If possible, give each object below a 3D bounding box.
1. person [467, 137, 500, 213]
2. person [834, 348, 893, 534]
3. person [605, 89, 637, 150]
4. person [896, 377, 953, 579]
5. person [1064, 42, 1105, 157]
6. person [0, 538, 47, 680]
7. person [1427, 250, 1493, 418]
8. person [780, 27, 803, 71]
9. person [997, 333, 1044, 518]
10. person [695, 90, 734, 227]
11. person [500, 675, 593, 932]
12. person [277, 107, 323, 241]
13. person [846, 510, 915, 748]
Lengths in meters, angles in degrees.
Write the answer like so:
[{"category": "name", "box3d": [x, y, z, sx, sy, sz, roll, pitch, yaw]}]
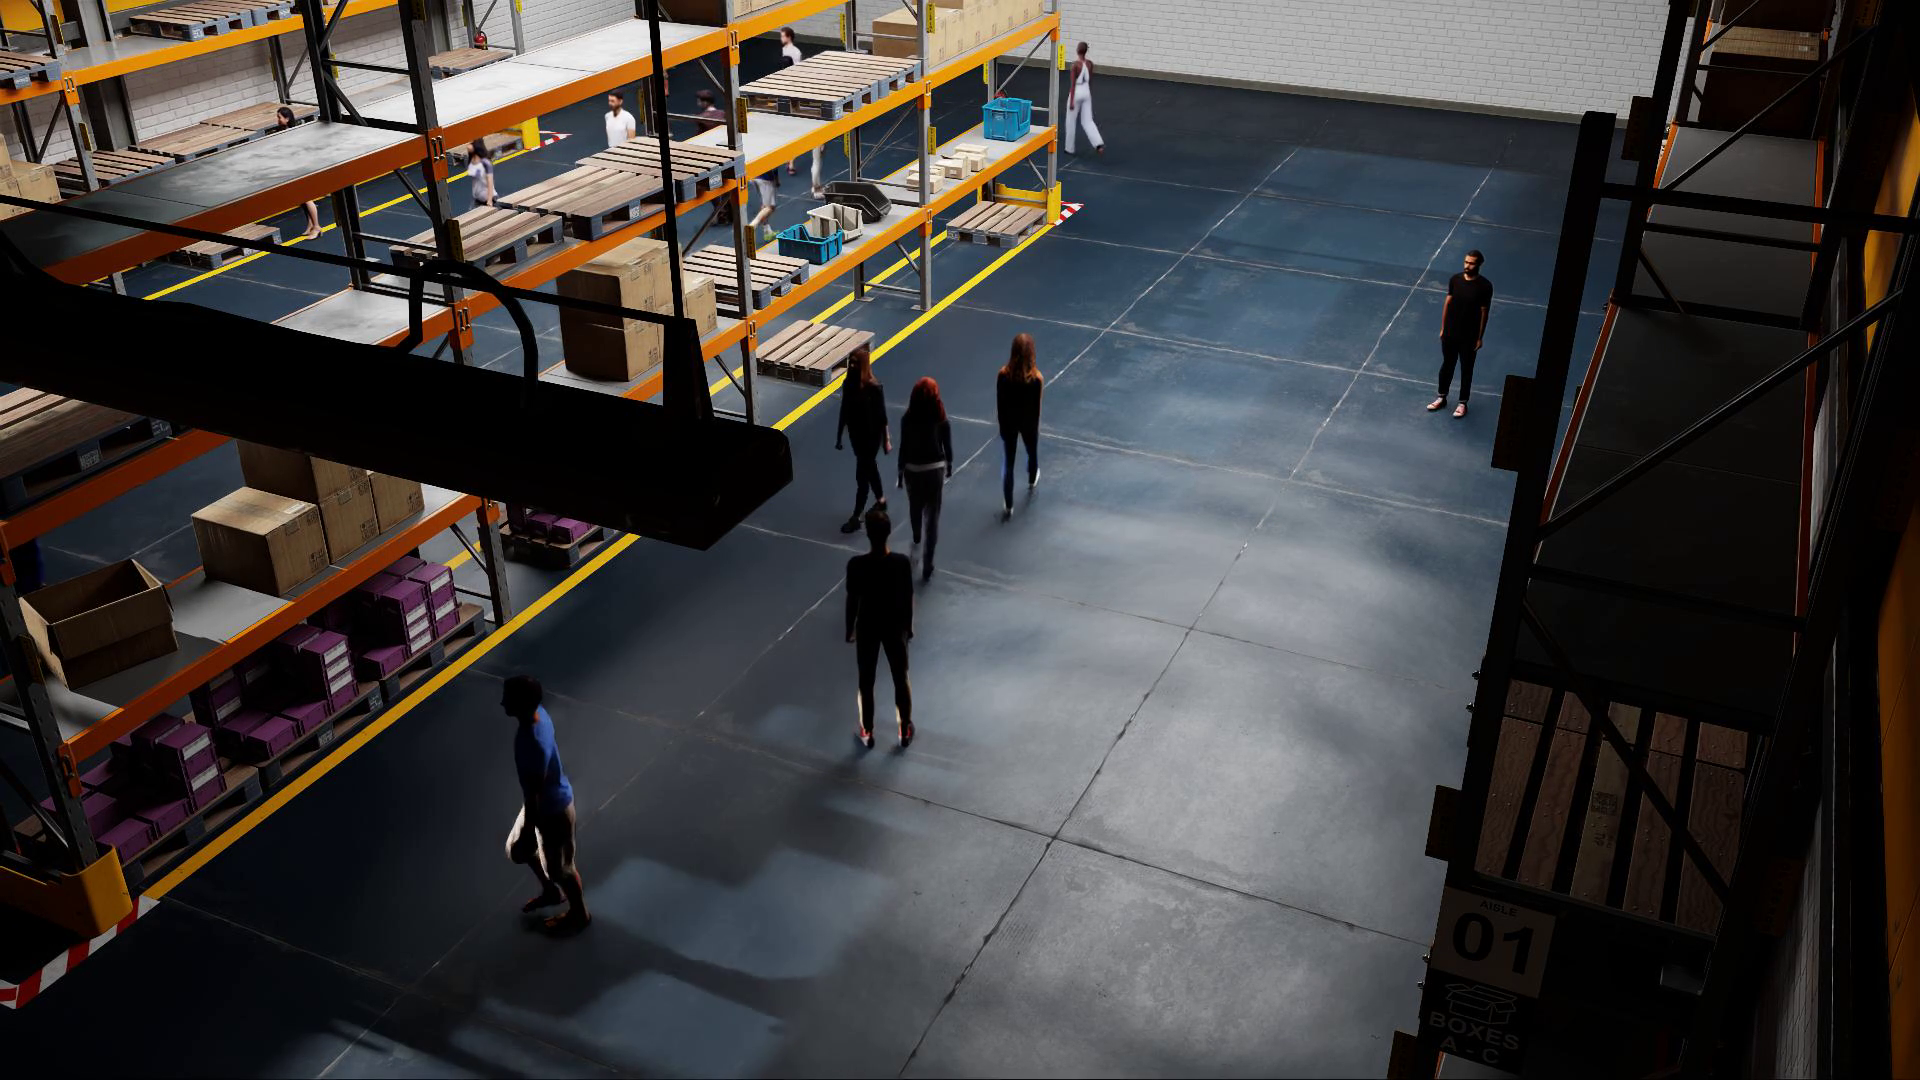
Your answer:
[{"category": "person", "box3d": [-6.029, -4.382, 21.366, 0.644, 1.667, 1.110, 15, 32, 25]}, {"category": "person", "box3d": [-0.793, -0.962, 15.072, 0.796, 1.690, 1.016, 22, 36, 35]}, {"category": "person", "box3d": [-4.562, -5.252, 22.784, 0.696, 1.835, 0.949, 14, 32, 24]}, {"category": "person", "box3d": [-0.300, -0.489, 14.158, 0.899, 1.735, 1.150, 1, 29, 1]}, {"category": "person", "box3d": [1.919, -6.723, 25.563, 1.085, 1.757, 1.009, -18, 33, -29]}, {"category": "person", "box3d": [-7.204, 0.212, 12.756, 0.890, 1.846, 0.998, 3, 29, 5]}, {"category": "person", "box3d": [5.194, -2.151, 17.181, 0.680, 1.759, 0.649, 21, 35, 33]}, {"category": "person", "box3d": [-2.541, -7.158, 26.300, 1.284, 1.815, 1.045, -20, 35, -32]}, {"category": "person", "box3d": [0.523, -1.010, 15.175, 0.781, 1.676, 1.099, 4, 29, 7]}, {"category": "person", "box3d": [-3.339, -5.199, 22.668, 0.791, 1.853, 0.954, -12, 31, -20]}, {"category": "person", "box3d": [-2.440, 1.611, 10.189, 0.856, 1.848, 0.797, -10, 30, -18]}, {"category": "person", "box3d": [-8.840, -4.900, 22.209, 0.799, 1.769, 0.776, -19, 34, -30]}, {"category": "person", "box3d": [-0.558, 0.653, 11.944, 0.735, 1.850, 0.736, -2, 29, -3]}]
